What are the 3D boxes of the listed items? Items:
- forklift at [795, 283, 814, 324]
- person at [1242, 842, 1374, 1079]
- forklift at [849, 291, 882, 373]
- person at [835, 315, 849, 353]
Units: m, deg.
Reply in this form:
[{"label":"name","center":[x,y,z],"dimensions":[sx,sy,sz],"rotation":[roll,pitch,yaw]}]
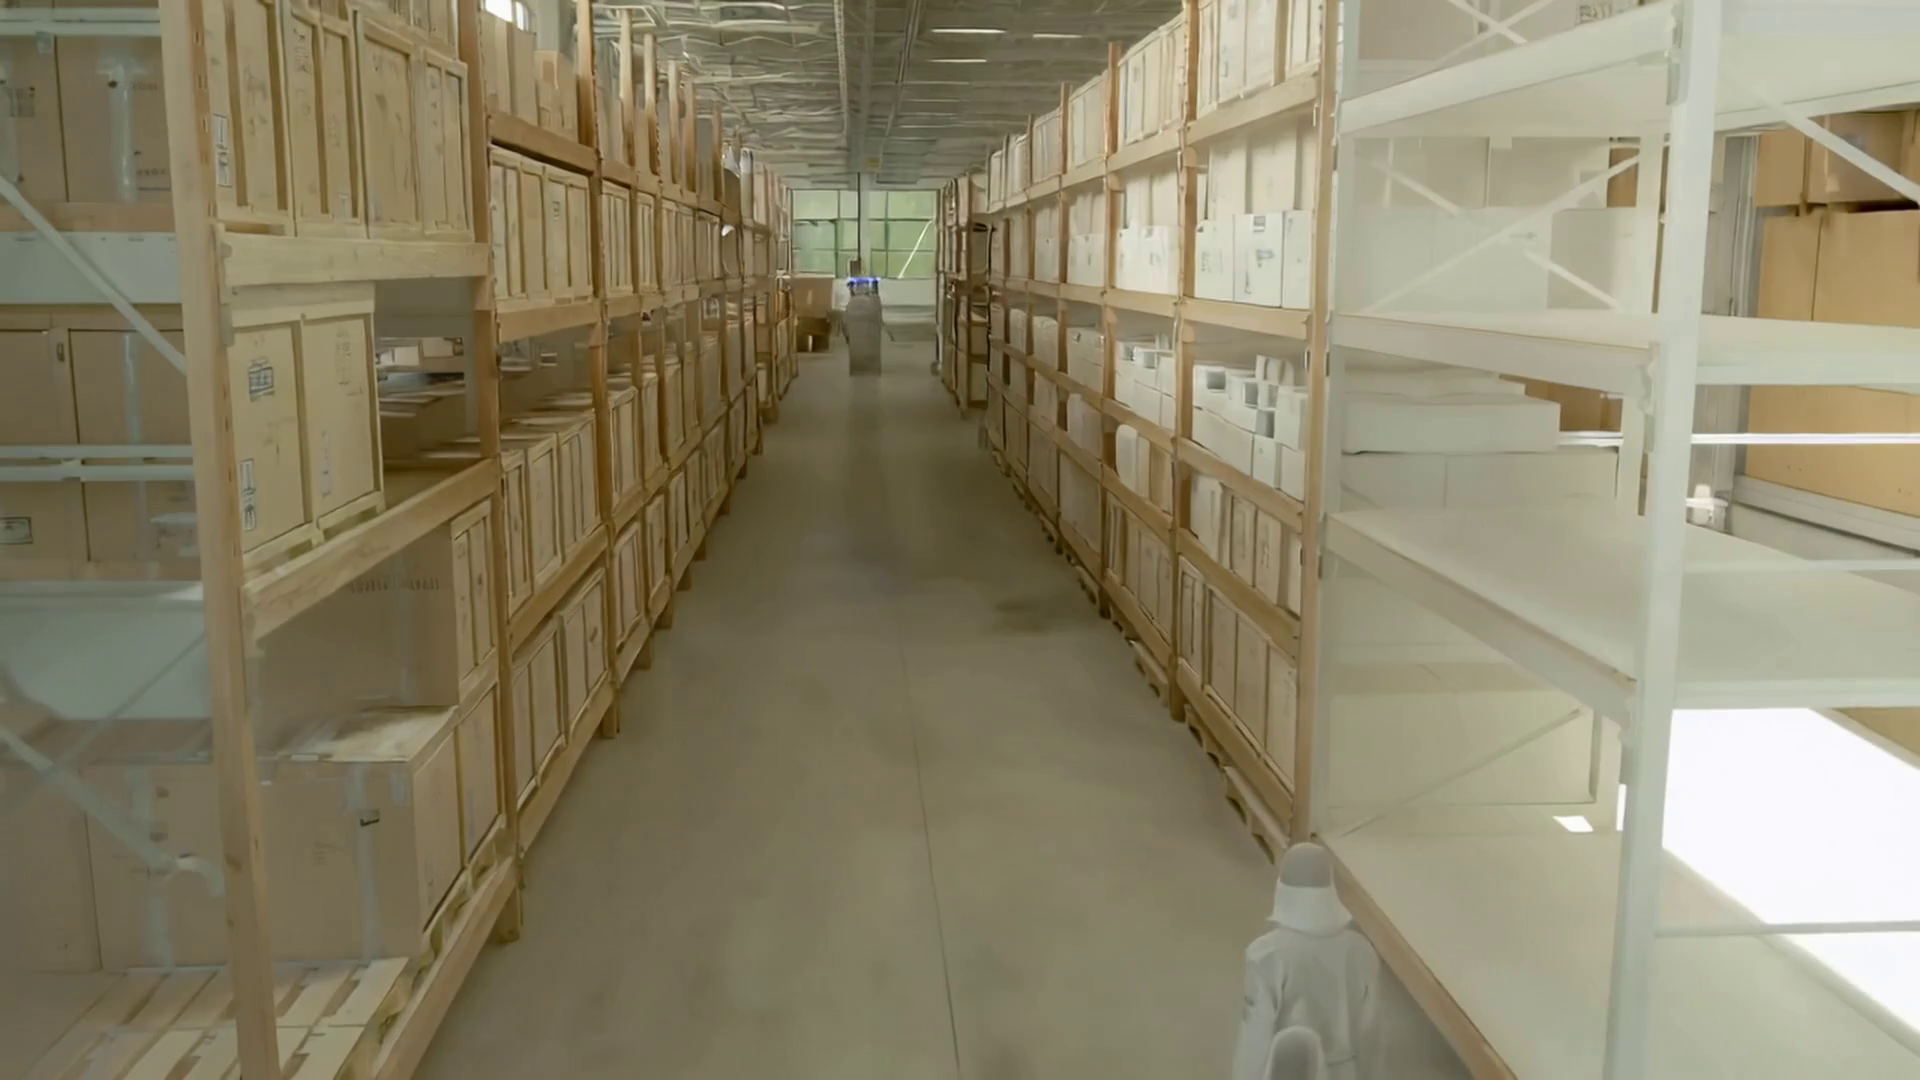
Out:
[{"label":"forklift","center":[-7.431,-10.794,78.948],"dimensions":[1.129,2.768,1.873],"rotation":[-2,10,-10]},{"label":"person","center":[1.268,1.965,6.148],"dimensions":[0.484,1.735,0.311],"rotation":[-1,10,-4]},{"label":"forklift","center":[-3.313,-7.269,57.889],"dimensions":[1.129,2.768,1.873],"rotation":[-1,10,-3]},{"label":"person","center":[-4.994,-8.695,70.242],"dimensions":[0.871,1.590,0.526],"rotation":[9,13,42]}]
